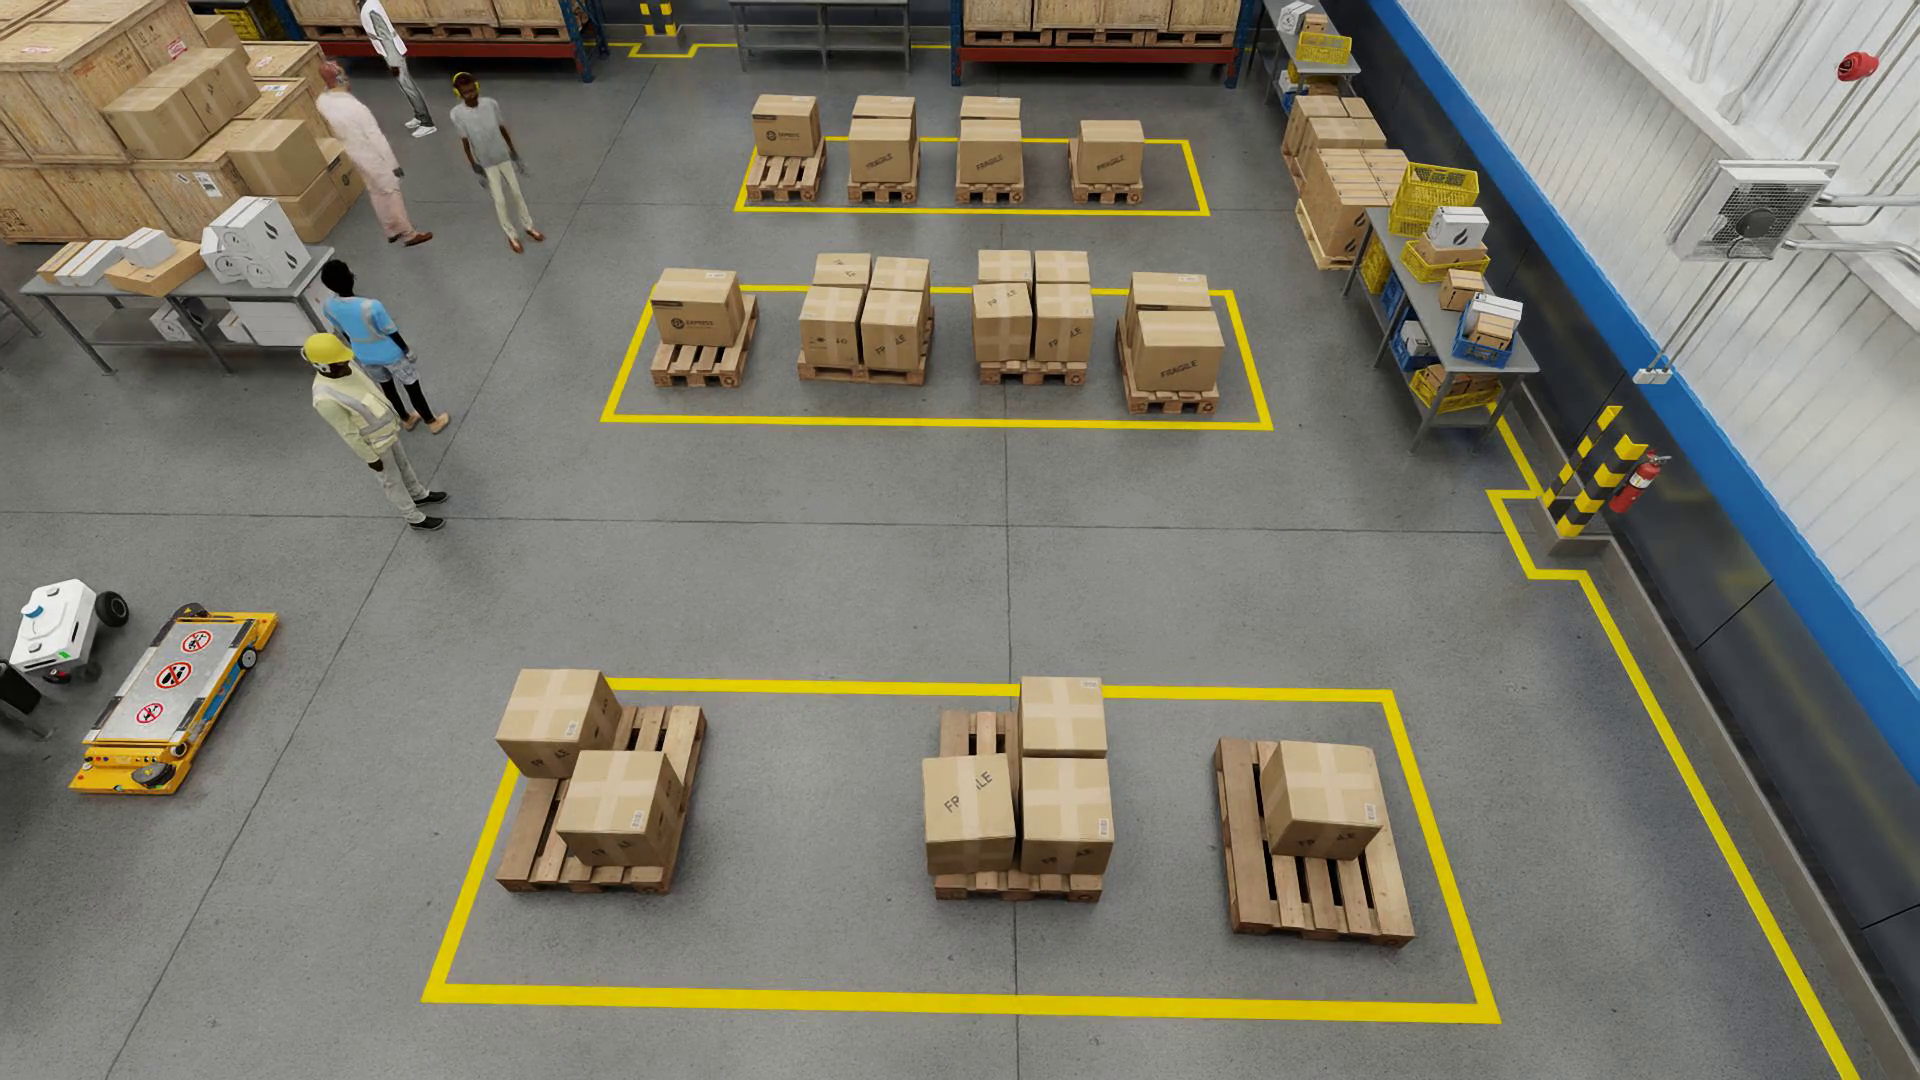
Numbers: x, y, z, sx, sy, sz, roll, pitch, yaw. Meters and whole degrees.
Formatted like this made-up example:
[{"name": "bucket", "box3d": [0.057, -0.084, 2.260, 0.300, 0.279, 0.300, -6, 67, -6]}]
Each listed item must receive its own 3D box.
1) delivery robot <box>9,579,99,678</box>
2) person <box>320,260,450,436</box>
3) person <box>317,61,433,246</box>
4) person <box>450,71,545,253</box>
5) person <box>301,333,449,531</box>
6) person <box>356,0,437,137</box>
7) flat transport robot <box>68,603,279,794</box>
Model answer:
[{"name": "delivery robot", "box3d": [-6.488, 0.631, 6.571, 0.477, 0.478, 0.707, -16, 52, -13]}, {"name": "person", "box3d": [-4.907, -1.592, 7.773, 0.535, 1.695, 0.319, 6, 50, 5]}, {"name": "person", "box3d": [-6.256, -4.044, 9.720, 0.717, 1.893, 0.444, 19, 52, 15]}, {"name": "person", "box3d": [-4.903, -3.980, 9.685, 0.311, 1.858, 0.531, 37, 59, 27]}, {"name": "person", "box3d": [-4.473, -0.814, 7.026, 0.404, 1.827, 0.586, -10, 50, -8]}, {"name": "person", "box3d": [-7.075, -6.043, 11.395, 0.391, 1.913, 0.587, -26, 55, -21]}, {"name": "flat transport robot", "box3d": [-5.504, 1.072, 6.442, 0.652, 0.197, 1.431, 1, 50, 1]}]
